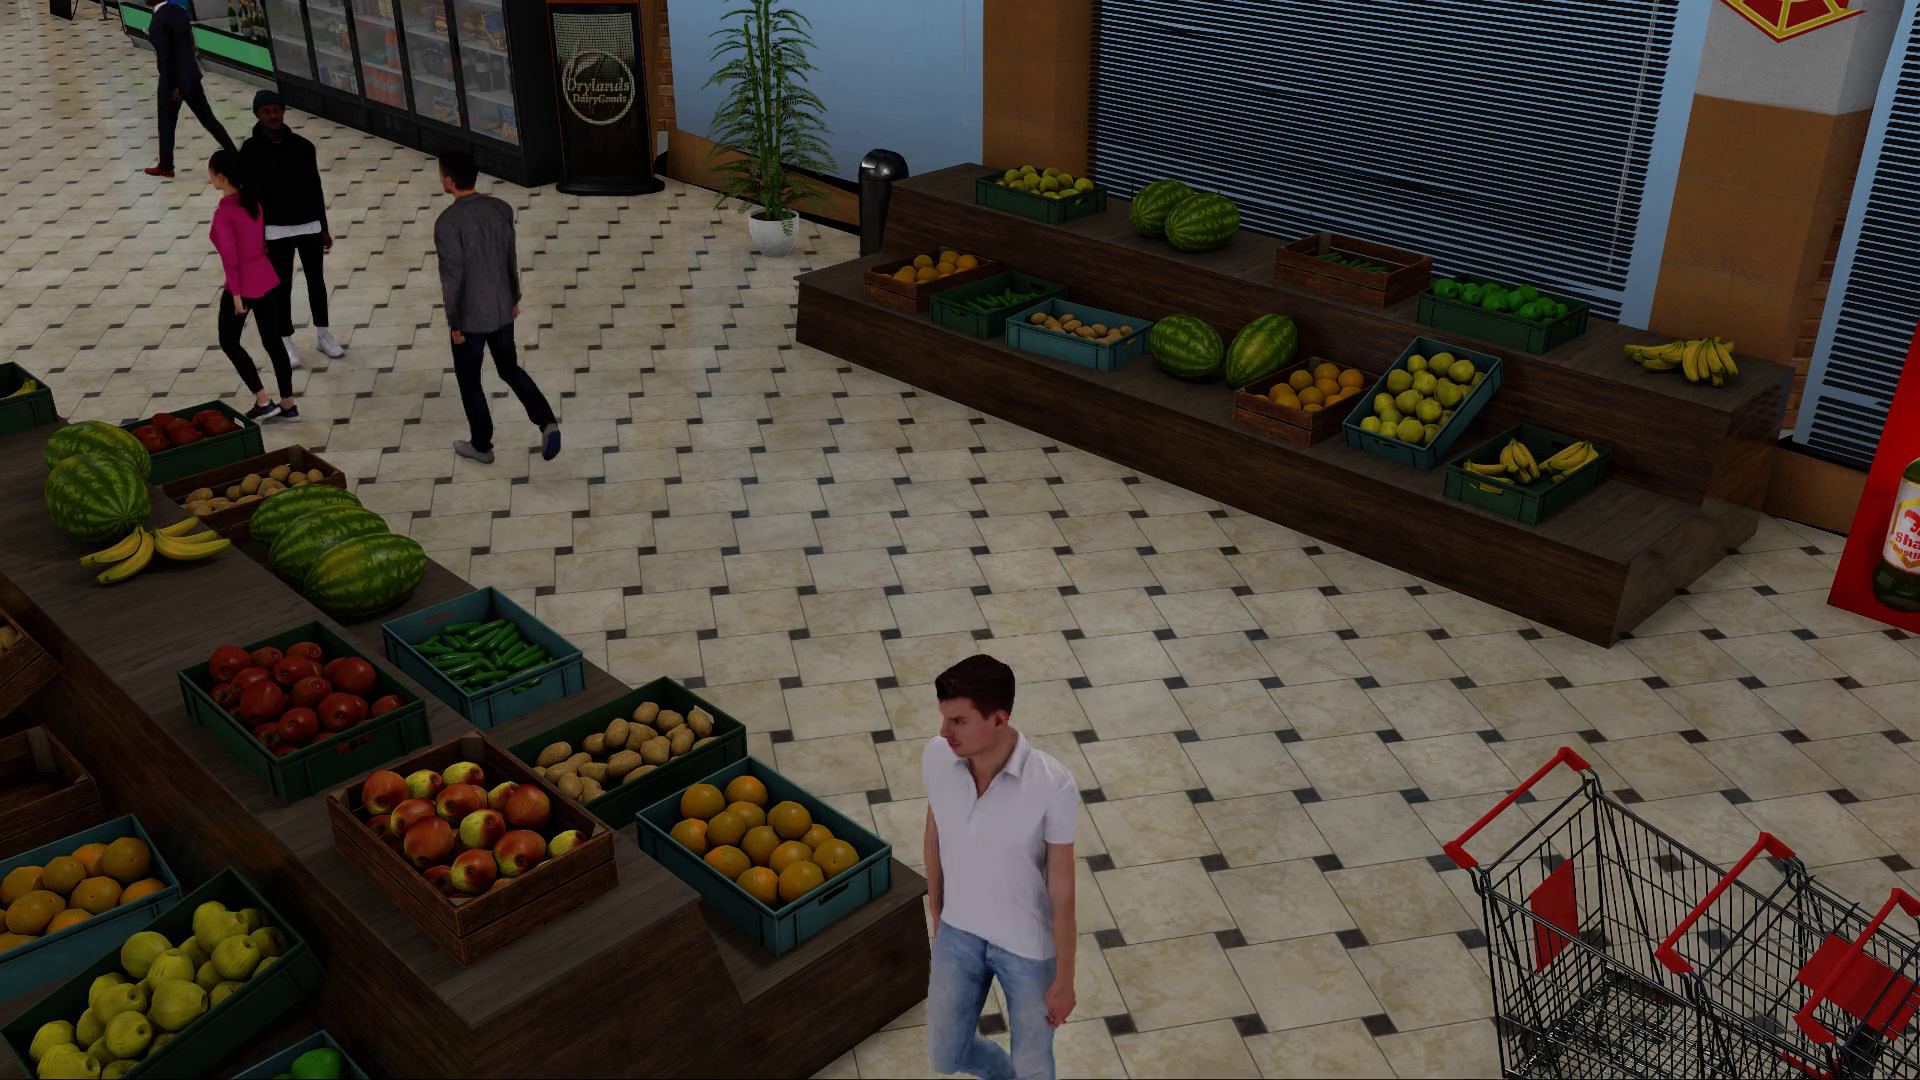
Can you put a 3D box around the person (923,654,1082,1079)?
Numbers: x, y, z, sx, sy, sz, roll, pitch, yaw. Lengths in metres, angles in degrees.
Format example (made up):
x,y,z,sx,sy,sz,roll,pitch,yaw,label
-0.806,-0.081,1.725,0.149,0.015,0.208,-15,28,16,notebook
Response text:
x,y,z,sx,sy,sz,roll,pitch,yaw,label
0.159,1.087,4.770,0.750,1.836,0.845,10,29,20,person

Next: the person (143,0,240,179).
x,y,z,sx,sy,sz,roll,pitch,yaw,label
-7.020,-4.161,15.173,1.318,1.787,1.141,5,27,9,person

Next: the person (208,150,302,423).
x,y,z,sx,sy,sz,roll,pitch,yaw,label
-4.194,-1.497,10.028,0.736,1.689,0.700,7,28,13,person

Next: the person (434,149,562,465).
x,y,z,sx,sy,sz,roll,pitch,yaw,label
-2.640,-1.267,9.391,1.053,1.855,0.784,18,32,31,person

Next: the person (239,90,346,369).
x,y,z,sx,sy,sz,roll,pitch,yaw,label
-4.435,-2.071,11.018,0.684,1.817,0.575,-21,34,-35,person
